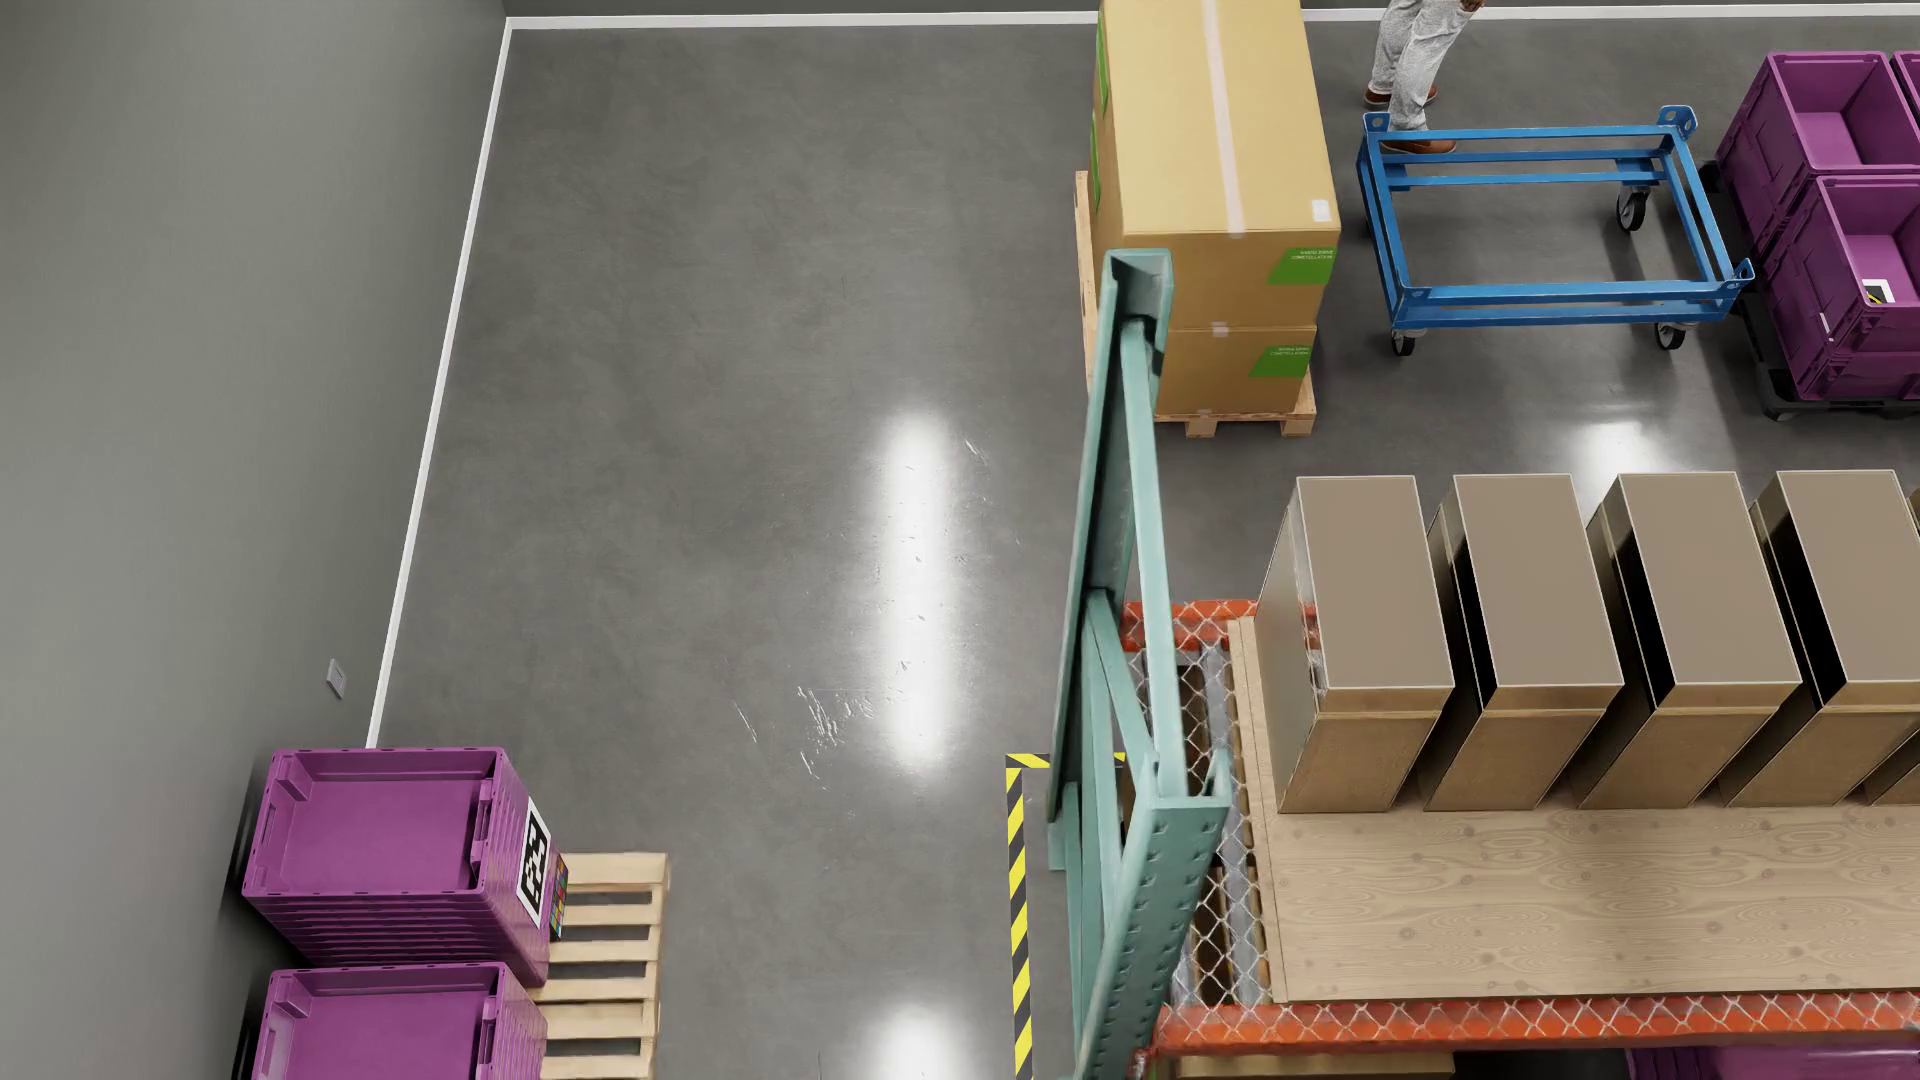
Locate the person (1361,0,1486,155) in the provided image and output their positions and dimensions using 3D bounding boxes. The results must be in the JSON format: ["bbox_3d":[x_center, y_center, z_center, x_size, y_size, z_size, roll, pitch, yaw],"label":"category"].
[{"bbox_3d":[1.832,-2.241,6.077,0.353,1.937,0.635,-3,58,-2],"label":"person"}]
